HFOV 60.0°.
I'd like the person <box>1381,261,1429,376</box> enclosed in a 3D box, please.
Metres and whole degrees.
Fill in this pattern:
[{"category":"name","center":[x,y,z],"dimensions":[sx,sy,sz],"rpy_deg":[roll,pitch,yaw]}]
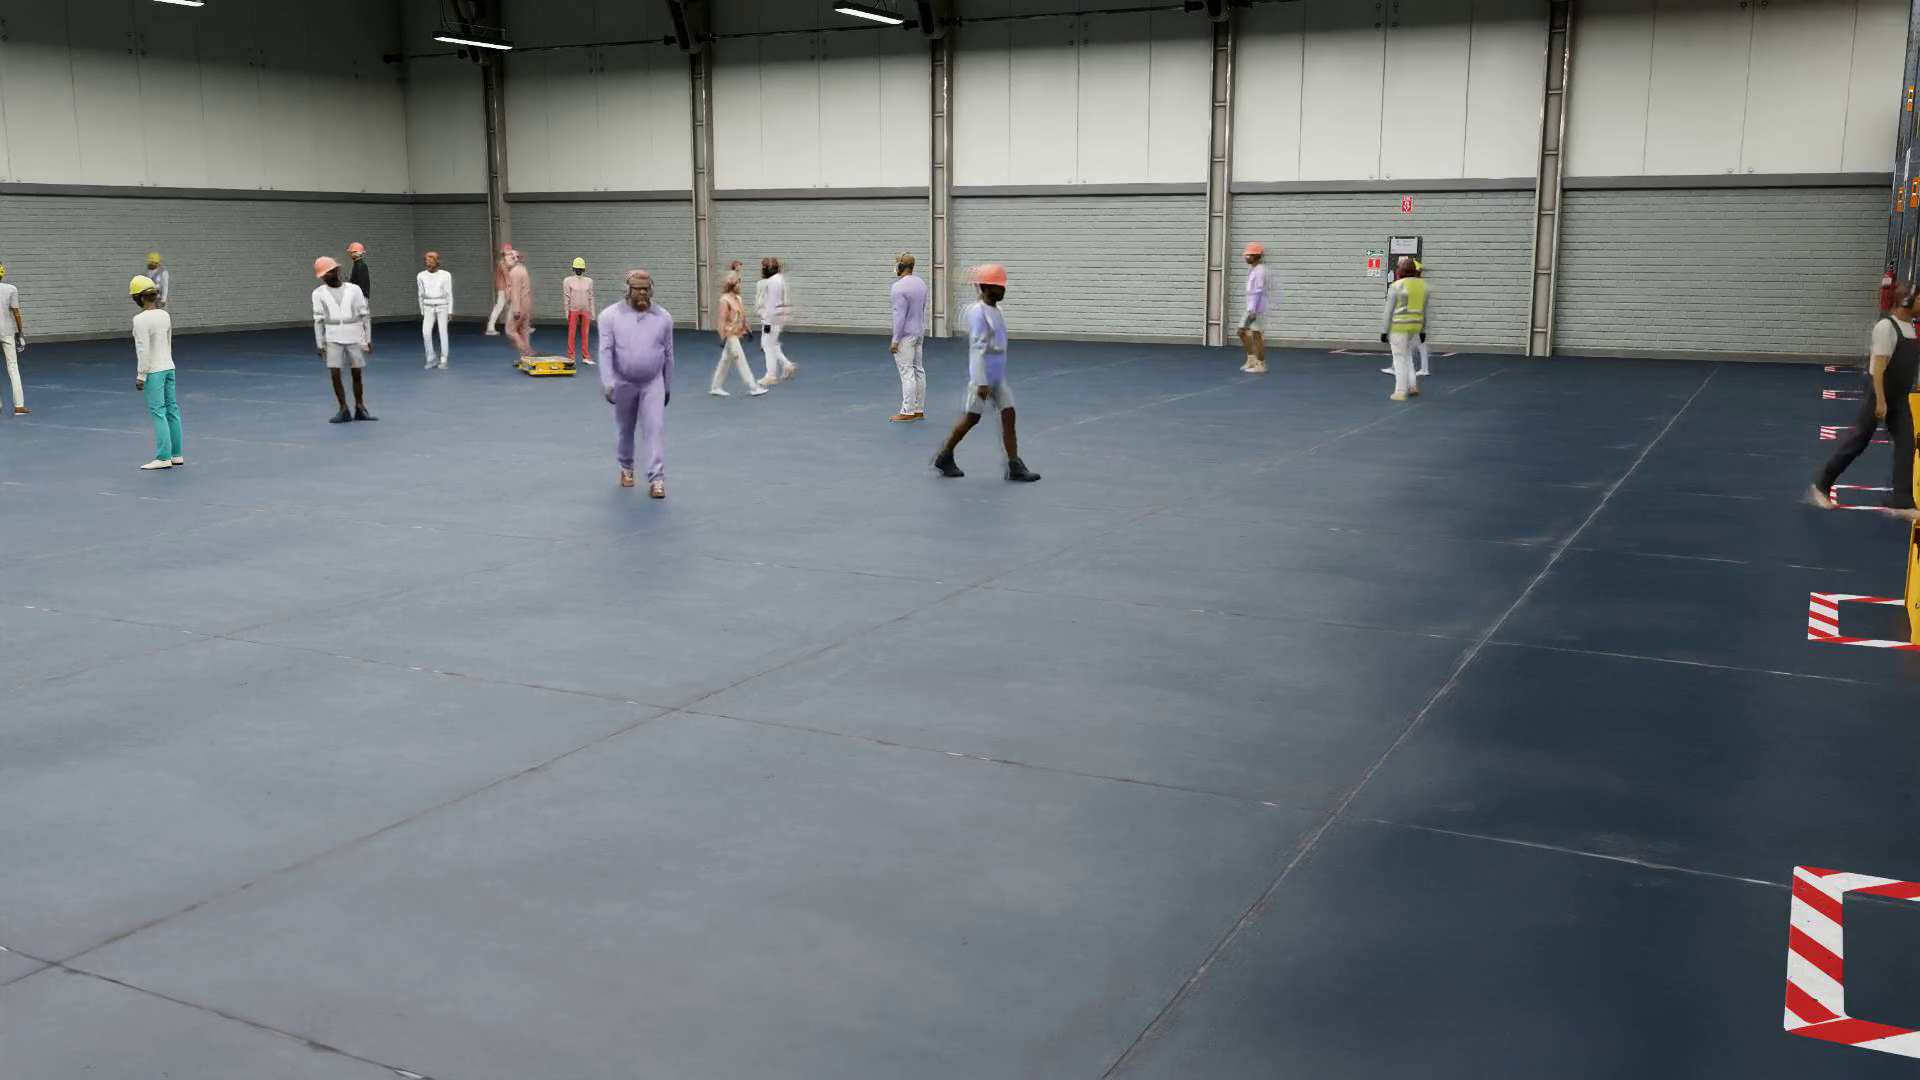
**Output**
[{"category":"person","center":[6.853,-3.361,25.300],"dimensions":[0.611,1.748,0.536],"rpy_deg":[9,14,41]}]

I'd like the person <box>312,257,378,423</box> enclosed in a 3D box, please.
[{"category":"person","center":[-7.010,-2.267,18.942],"dimensions":[0.629,1.887,0.484],"rpy_deg":[-4,11,-21]}]

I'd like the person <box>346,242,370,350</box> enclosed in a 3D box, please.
[{"category":"person","center":[-11.183,-4.526,30.955],"dimensions":[0.392,1.993,0.636],"rpy_deg":[-5,11,-24]}]

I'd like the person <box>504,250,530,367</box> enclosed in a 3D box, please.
[{"category":"person","center":[-7.129,-3.717,26.813],"dimensions":[0.390,1.888,0.743],"rpy_deg":[0,10,-2]}]

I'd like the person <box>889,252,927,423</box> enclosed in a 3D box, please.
[{"category":"person","center":[-0.601,-2.308,18.997],"dimensions":[0.371,1.940,0.627],"rpy_deg":[5,12,27]}]

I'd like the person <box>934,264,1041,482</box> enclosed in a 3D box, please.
[{"category":"person","center":[0.202,-1.456,14.487],"dimensions":[0.983,1.895,0.560],"rpy_deg":[5,12,27]}]

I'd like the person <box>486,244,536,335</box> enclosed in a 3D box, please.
[{"category":"person","center":[-9.700,-5.349,35.603],"dimensions":[1.045,1.941,0.629],"rpy_deg":[-1,10,-7]}]

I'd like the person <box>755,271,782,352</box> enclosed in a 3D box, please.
[{"category":"person","center":[-3.436,-4.171,30.085],"dimensions":[0.508,1.610,0.751],"rpy_deg":[-9,13,-39]}]

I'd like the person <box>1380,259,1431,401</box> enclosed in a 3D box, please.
[{"category":"person","center":[5.742,-2.711,21.518],"dimensions":[0.628,1.829,0.453],"rpy_deg":[-5,12,-26]}]

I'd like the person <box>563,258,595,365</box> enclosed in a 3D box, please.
[{"category":"person","center":[-6.273,-3.765,27.437],"dimensions":[0.522,1.761,0.327],"rpy_deg":[-7,13,-35]}]

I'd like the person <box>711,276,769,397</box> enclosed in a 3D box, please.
[{"category":"person","center":[-2.946,-2.689,22.029],"dimensions":[0.844,1.589,0.517],"rpy_deg":[2,11,10]}]

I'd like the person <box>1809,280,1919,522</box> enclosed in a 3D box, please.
[{"category":"person","center":[6.962,-1.065,12.613],"dimensions":[0.593,1.796,0.951],"rpy_deg":[-5,12,-27]}]

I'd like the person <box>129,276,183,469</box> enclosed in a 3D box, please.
[{"category":"person","center":[-7.381,-1.526,15.219],"dimensions":[0.329,1.763,0.523],"rpy_deg":[1,10,3]}]

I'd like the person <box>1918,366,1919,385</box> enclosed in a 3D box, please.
[{"category":"person","center":[10.995,-2.189,19.194],"dimensions":[0.278,1.629,0.504],"rpy_deg":[-4,11,-20]}]

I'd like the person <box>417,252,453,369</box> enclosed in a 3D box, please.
[{"category":"person","center":[-8.343,-3.633,26.451],"dimensions":[0.576,1.863,0.628],"rpy_deg":[0,10,0]}]

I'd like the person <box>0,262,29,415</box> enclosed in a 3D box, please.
[{"category":"person","center":[-11.399,-2.404,19.730],"dimensions":[0.521,1.863,0.319],"rpy_deg":[-4,11,-21]}]

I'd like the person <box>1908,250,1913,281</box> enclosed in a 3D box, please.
[{"category":"person","center":[14.011,-3.329,24.648],"dimensions":[0.406,1.911,0.637],"rpy_deg":[6,12,28]}]

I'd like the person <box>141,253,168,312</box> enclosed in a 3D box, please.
[{"category":"person","center":[-16.039,-4.817,33.104],"dimensions":[0.614,1.779,0.861],"rpy_deg":[1,10,6]}]

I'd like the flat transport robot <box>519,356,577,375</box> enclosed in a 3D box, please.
[{"category":"flat transport robot","center":[-6.378,-2.700,25.687],"dimensions":[0.652,0.197,1.431],"rpy_deg":[-4,11,-22]}]

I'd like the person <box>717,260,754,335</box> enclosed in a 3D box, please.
[{"category":"person","center":[-4.791,-5.138,35.366],"dimensions":[0.896,1.591,0.535],"rpy_deg":[4,11,22]}]

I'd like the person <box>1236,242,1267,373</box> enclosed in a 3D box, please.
[{"category":"person","center":[4.512,-3.577,25.683],"dimensions":[0.553,2.021,0.653],"rpy_deg":[-1,10,-3]}]

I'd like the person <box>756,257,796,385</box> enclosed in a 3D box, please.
[{"category":"person","center":[-2.666,-3.121,23.728],"dimensions":[0.461,1.825,0.637],"rpy_deg":[-1,10,-4]}]

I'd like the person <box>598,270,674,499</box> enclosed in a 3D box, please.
[{"category":"person","center":[-2.679,-1.306,13.798],"dimensions":[0.632,1.858,1.021],"rpy_deg":[-3,11,-16]}]
